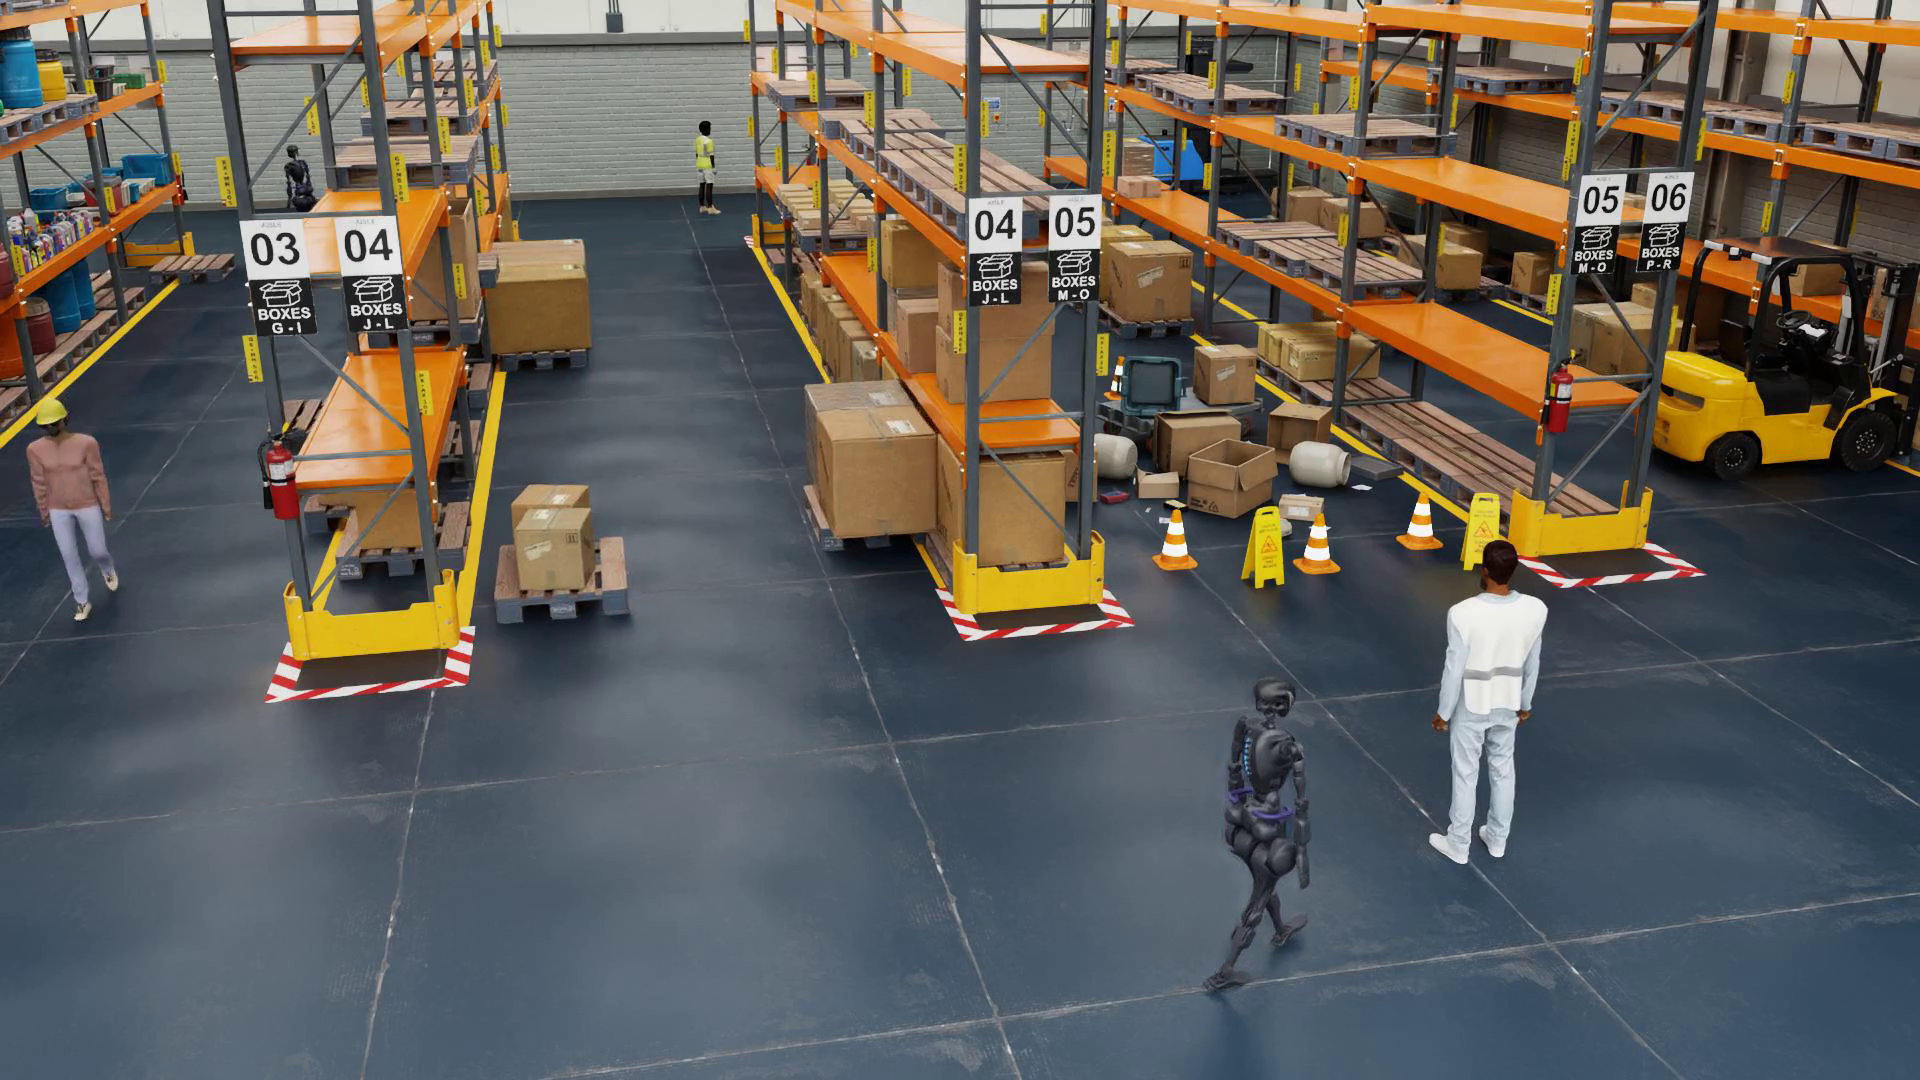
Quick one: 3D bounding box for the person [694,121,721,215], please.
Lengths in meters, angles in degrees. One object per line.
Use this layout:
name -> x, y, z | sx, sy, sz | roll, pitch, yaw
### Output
person -> -4.666, -6.849, 30.598 | 0.320, 1.692, 0.531 | -18, 27, -39

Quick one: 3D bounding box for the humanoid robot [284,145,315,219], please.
humanoid robot -> -10.881, -5.745, 27.653 | 0.530, 1.637, 0.588 | 7, 21, 18

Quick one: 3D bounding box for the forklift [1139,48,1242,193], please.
forklift -> 4.566, -8.313, 32.860 | 1.873, 2.768, 1.129 | -4, 21, -12

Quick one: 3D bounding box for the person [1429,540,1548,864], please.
person -> 2.960, 0.922, 9.354 | 0.589, 1.917, 0.384 | -4, 21, -12

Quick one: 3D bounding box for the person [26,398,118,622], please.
person -> -6.816, -0.273, 12.803 | 0.533, 1.745, 0.523 | -5, 21, -13

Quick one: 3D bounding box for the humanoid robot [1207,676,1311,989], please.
humanoid robot -> 1.552, 1.445, 8.354 | 0.777, 1.622, 0.608 | -12, 23, -29

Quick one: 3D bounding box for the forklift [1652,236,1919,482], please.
forklift -> 8.013, -1.814, 16.330 | 2.313, 2.155, 1.214 | -4, 21, -12
